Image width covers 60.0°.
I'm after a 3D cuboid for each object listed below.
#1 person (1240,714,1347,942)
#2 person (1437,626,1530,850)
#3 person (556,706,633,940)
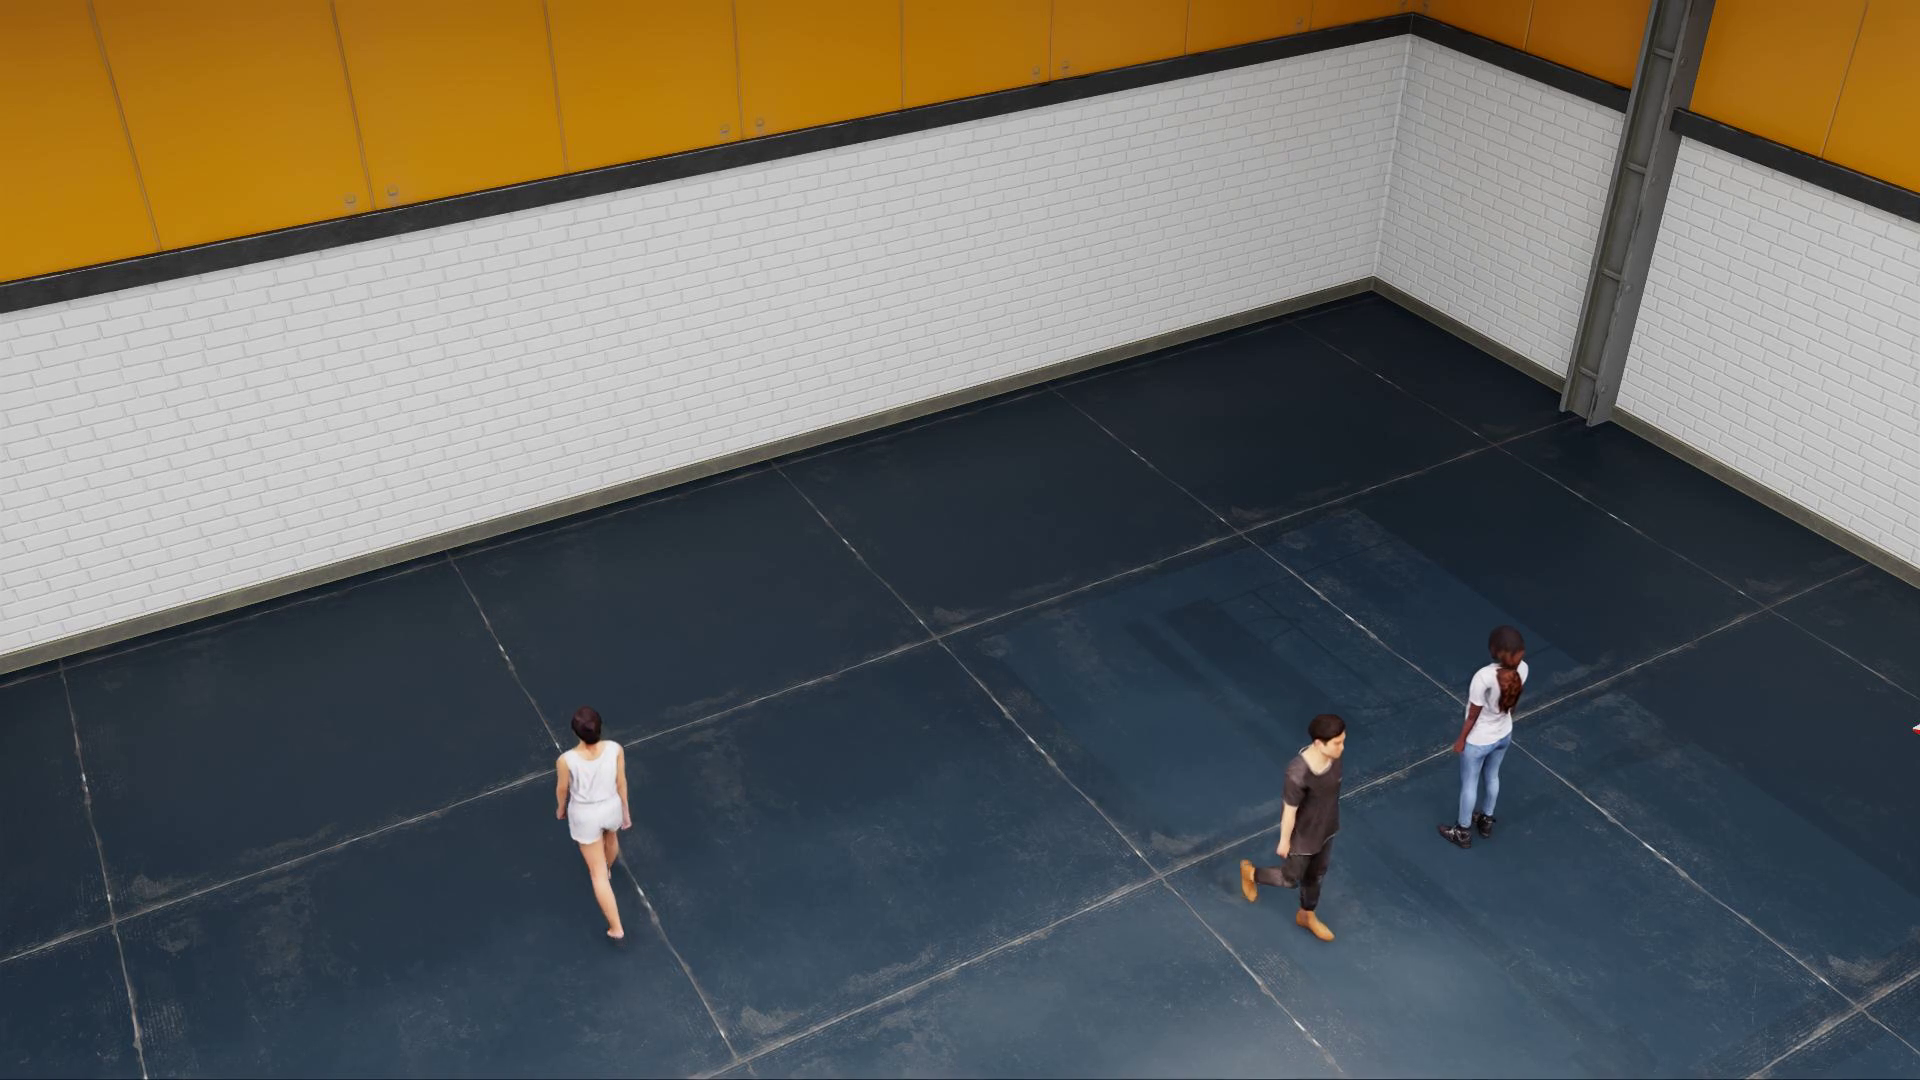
[{"bbox_3d":[2.061,1.698,10.136,0.742,1.701,0.976,-27,42,-34],"label":"person"},{"bbox_3d":[3.412,1.268,10.766,0.581,1.719,0.519,-17,37,-23],"label":"person"},{"bbox_3d":[-2.209,1.740,10.191,0.594,1.568,1.063,-17,37,-23],"label":"person"}]
